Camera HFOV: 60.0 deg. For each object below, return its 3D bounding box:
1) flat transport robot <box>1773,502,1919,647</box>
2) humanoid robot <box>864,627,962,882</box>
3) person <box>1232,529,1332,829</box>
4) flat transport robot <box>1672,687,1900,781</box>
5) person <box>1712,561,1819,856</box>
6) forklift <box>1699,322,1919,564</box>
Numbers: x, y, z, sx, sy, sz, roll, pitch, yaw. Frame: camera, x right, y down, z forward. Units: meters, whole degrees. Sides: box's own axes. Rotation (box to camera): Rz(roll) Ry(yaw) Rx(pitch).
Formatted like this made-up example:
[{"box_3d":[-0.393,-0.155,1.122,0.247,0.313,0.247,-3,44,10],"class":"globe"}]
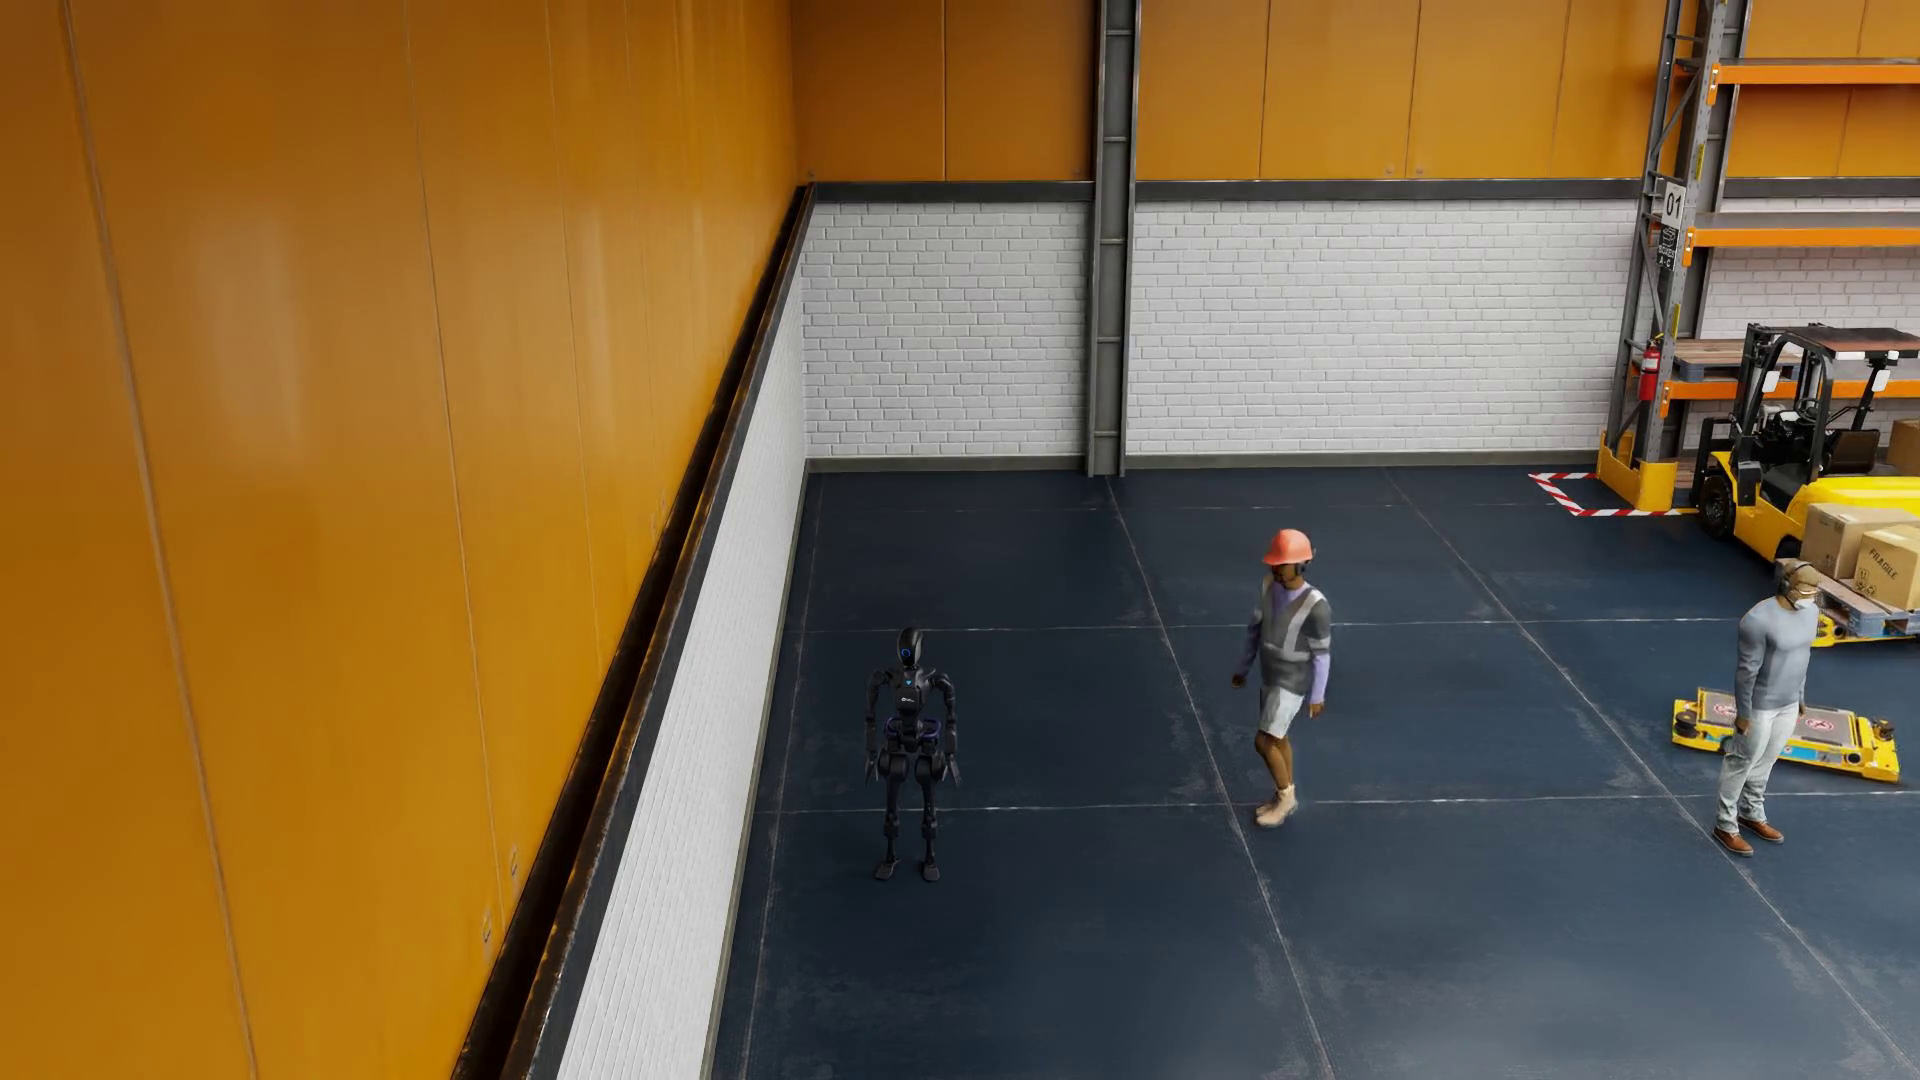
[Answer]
[{"box_3d":[7.525,0.643,13.809,1.431,0.231,0.659,-3,20,-7],"class":"flat transport robot"},{"box_3d":[-0.283,1.289,10.006,0.599,1.657,0.315,2,20,6],"class":"humanoid robot"},{"box_3d":[2.011,0.886,10.614,0.538,2.024,0.617,-8,22,-20],"class":"person"},{"box_3d":[5.857,1.371,11.837,1.431,0.231,0.659,9,22,22],"class":"flat transport robot"},{"box_3d":[5.053,1.024,10.376,0.626,1.934,0.372,-11,23,-27],"class":"person"},{"box_3d":[7.809,-0.792,14.926,1.214,2.155,2.313,-1,20,-2],"class":"forklift"}]
